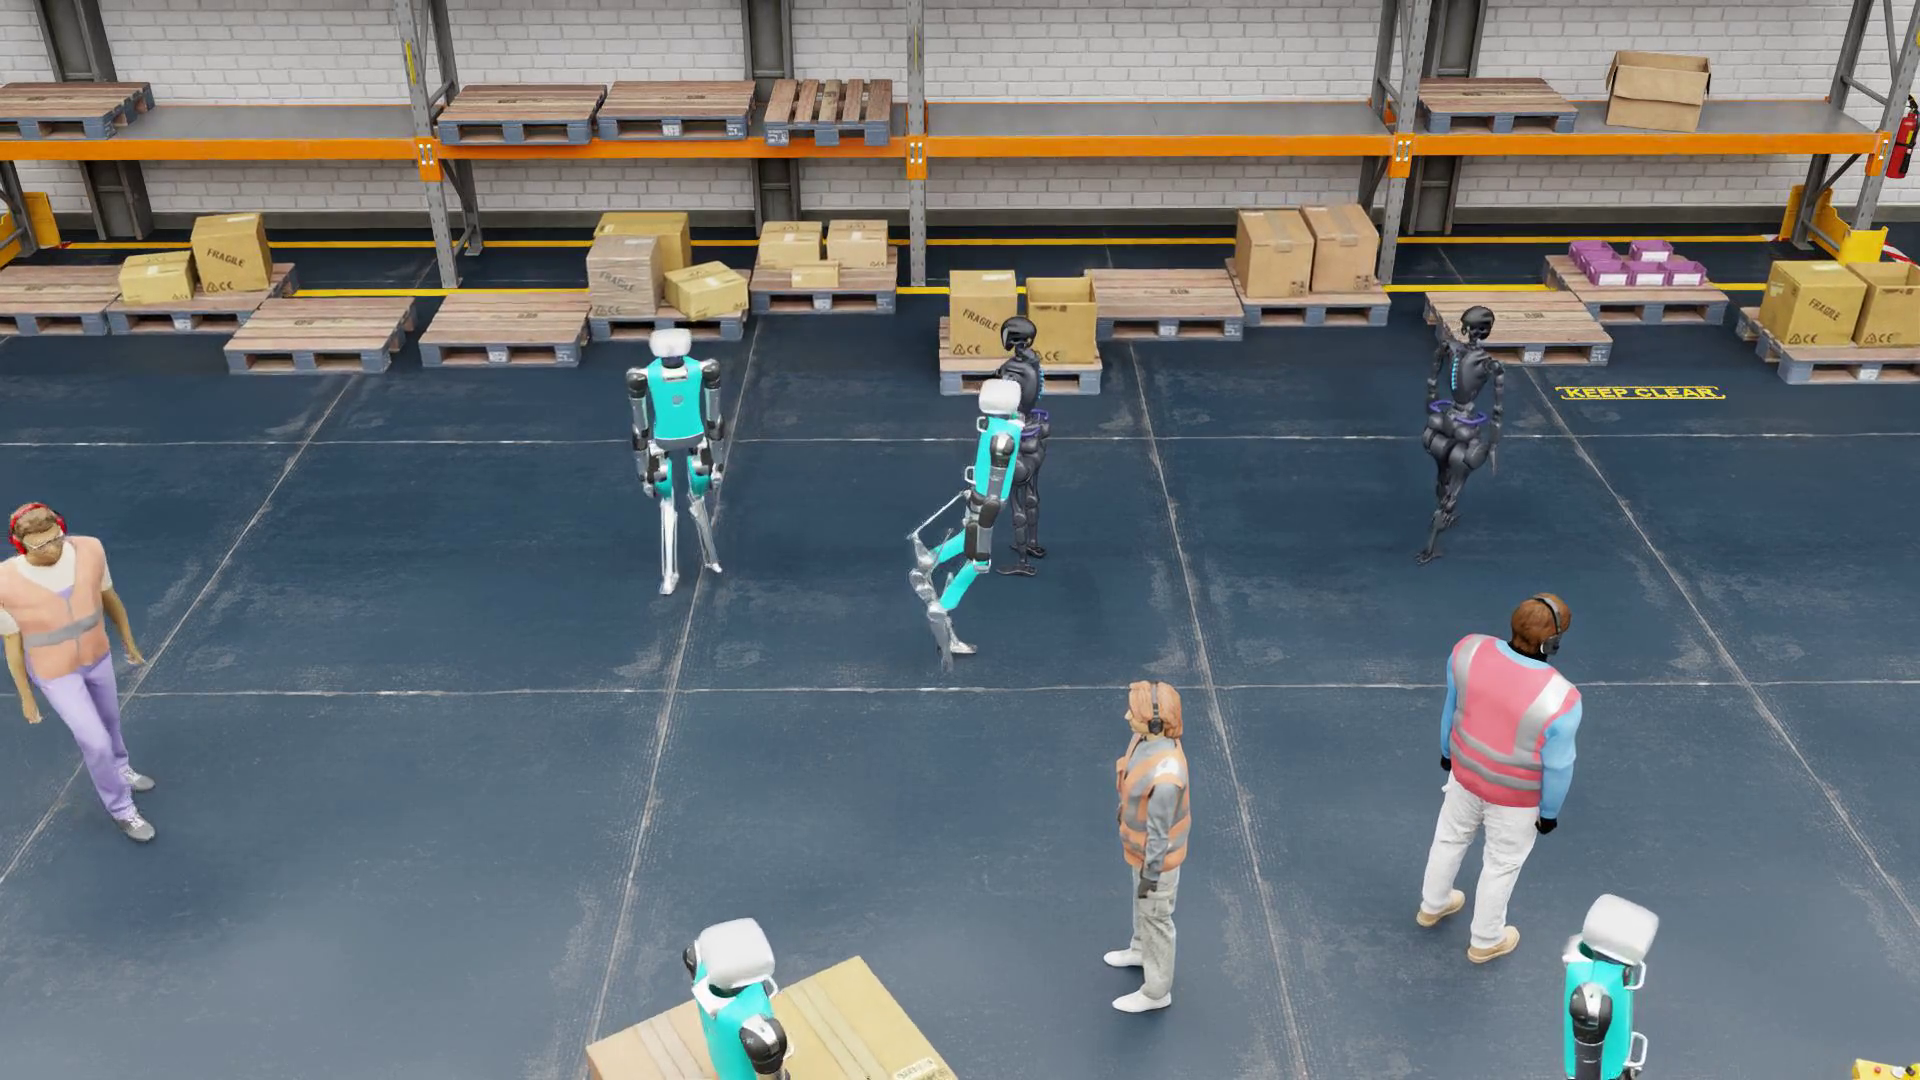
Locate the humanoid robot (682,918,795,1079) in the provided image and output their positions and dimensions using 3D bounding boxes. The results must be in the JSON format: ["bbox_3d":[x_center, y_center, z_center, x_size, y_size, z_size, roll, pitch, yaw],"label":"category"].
[{"bbox_3d":[-0.530,1.947,5.766,0.736,1.806,0.548,-19,36,-29],"label":"humanoid robot"}]

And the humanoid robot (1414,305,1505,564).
[{"bbox_3d":[3.092,-0.670,10.181,0.714,1.630,0.585,-22,37,-32],"label":"humanoid robot"}]

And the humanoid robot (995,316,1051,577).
[{"bbox_3d":[0.355,-0.562,9.966,0.315,1.657,0.599,12,33,19],"label":"humanoid robot"}]

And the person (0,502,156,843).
[{"bbox_3d":[-4.155,0.620,7.891,0.797,1.802,0.625,16,35,25],"label":"person"}]

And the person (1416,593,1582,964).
[{"bbox_3d":[2.345,1.022,7.199,0.431,1.835,0.628,-22,38,-32],"label":"person"}]

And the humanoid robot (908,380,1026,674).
[{"bbox_3d":[-0.037,-0.005,9.096,0.763,1.877,0.543,1,31,1],"label":"humanoid robot"}]

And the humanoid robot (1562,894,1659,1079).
[{"bbox_3d":[2.312,1.999,5.641,0.947,1.745,0.561,14,34,22],"label":"humanoid robot"}]

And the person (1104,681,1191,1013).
[{"bbox_3d":[0.797,1.277,6.959,0.313,1.633,0.515,-2,31,-3],"label":"person"}]

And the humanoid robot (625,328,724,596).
[{"bbox_3d":[-1.677,-0.500,9.826,0.533,1.788,0.786,-9,32,-15],"label":"humanoid robot"}]

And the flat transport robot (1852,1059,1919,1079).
[{"bbox_3d":[4.296,2.396,6.422,1.431,0.231,0.659,8,32,13],"label":"flat transport robot"}]

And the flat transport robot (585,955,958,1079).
[{"bbox_3d":[-0.633,2.566,6.139,0.659,0.231,1.431,-18,36,-28],"label":"flat transport robot"}]
